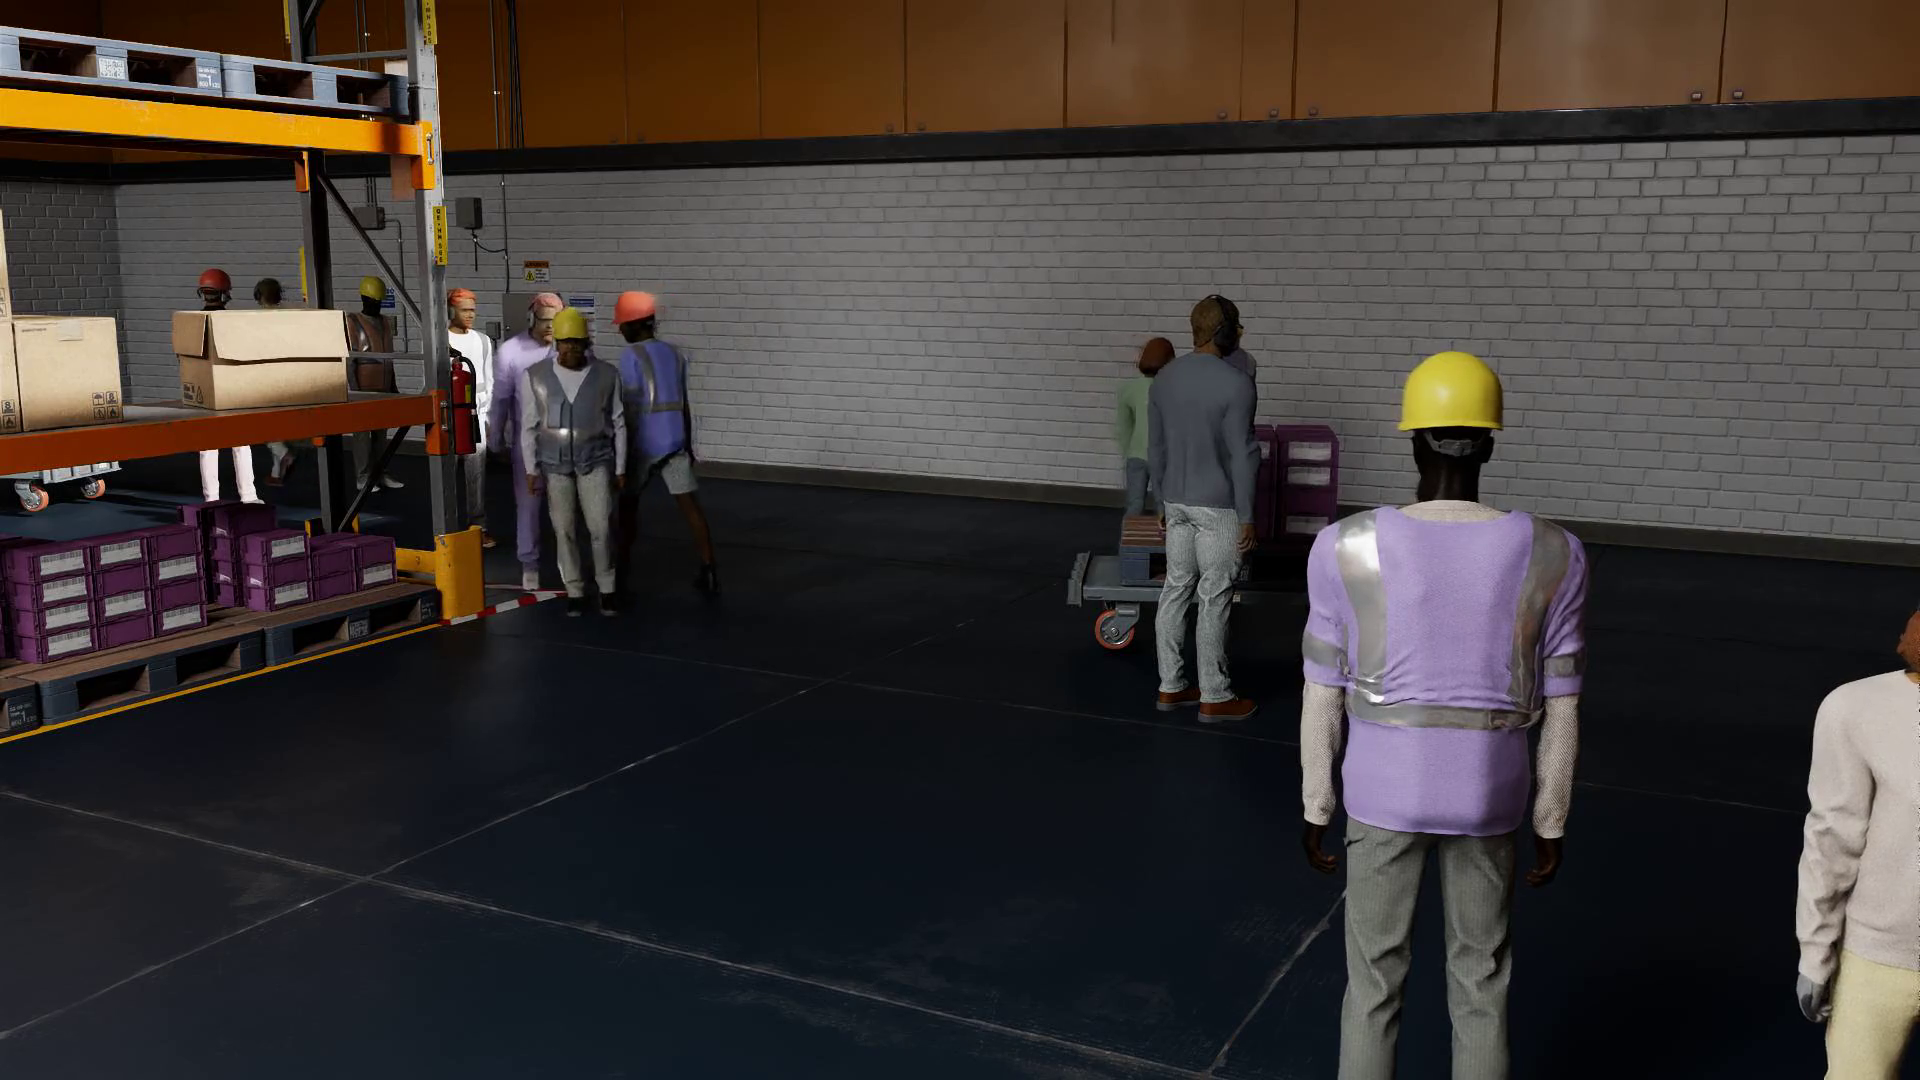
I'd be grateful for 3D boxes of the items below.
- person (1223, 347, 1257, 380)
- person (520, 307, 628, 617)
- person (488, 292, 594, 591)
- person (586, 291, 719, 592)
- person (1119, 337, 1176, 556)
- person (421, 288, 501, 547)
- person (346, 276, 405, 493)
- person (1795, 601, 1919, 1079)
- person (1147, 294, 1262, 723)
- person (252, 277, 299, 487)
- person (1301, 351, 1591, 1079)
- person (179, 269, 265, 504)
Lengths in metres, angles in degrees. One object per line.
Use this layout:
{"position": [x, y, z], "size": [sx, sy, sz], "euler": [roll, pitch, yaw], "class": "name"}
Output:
{"position": [1.626, -0.628, 10.710], "size": [0.587, 1.834, 0.403], "euler": [-8, 13, -39], "class": "person"}
{"position": [-2.232, -0.432, 9.642], "size": [0.596, 1.812, 0.509], "euler": [-1, 10, -8], "class": "person"}
{"position": [-2.606, -0.606, 10.453], "size": [0.711, 1.879, 0.486], "euler": [-4, 10, -20], "class": "person"}
{"position": [-1.947, -0.603, 10.426], "size": [0.941, 1.876, 0.646], "euler": [6, 11, 29], "class": "person"}
{"position": [1.236, -0.508, 10.721], "size": [0.507, 1.592, 0.869], "euler": [5, 11, 27], "class": "person"}
{"position": [-3.565, -0.855, 11.905], "size": [0.347, 1.879, 0.580], "euler": [8, 12, 38], "class": "person"}
{"position": [-5.239, -1.390, 14.881], "size": [0.382, 1.917, 0.585], "euler": [4, 11, 22], "class": "person"}
{"position": [1.809, 0.795, 3.078], "size": [0.493, 1.627, 0.284], "euler": [3, 10, 18], "class": "person"}
{"position": [1.117, -0.143, 7.595], "size": [0.353, 1.937, 0.635], "euler": [-7, 12, -36], "class": "person"}
{"position": [-6.167, -1.413, 15.048], "size": [0.542, 1.911, 0.638], "euler": [8, 12, 38], "class": "person"}
{"position": [1.035, 0.552, 3.643], "size": [0.588, 1.919, 0.402], "euler": [1, 10, 8], "class": "person"}
{"position": [-6.032, -1.208, 13.600], "size": [0.612, 1.995, 0.382], "euler": [-1, 10, -7], "class": "person"}
